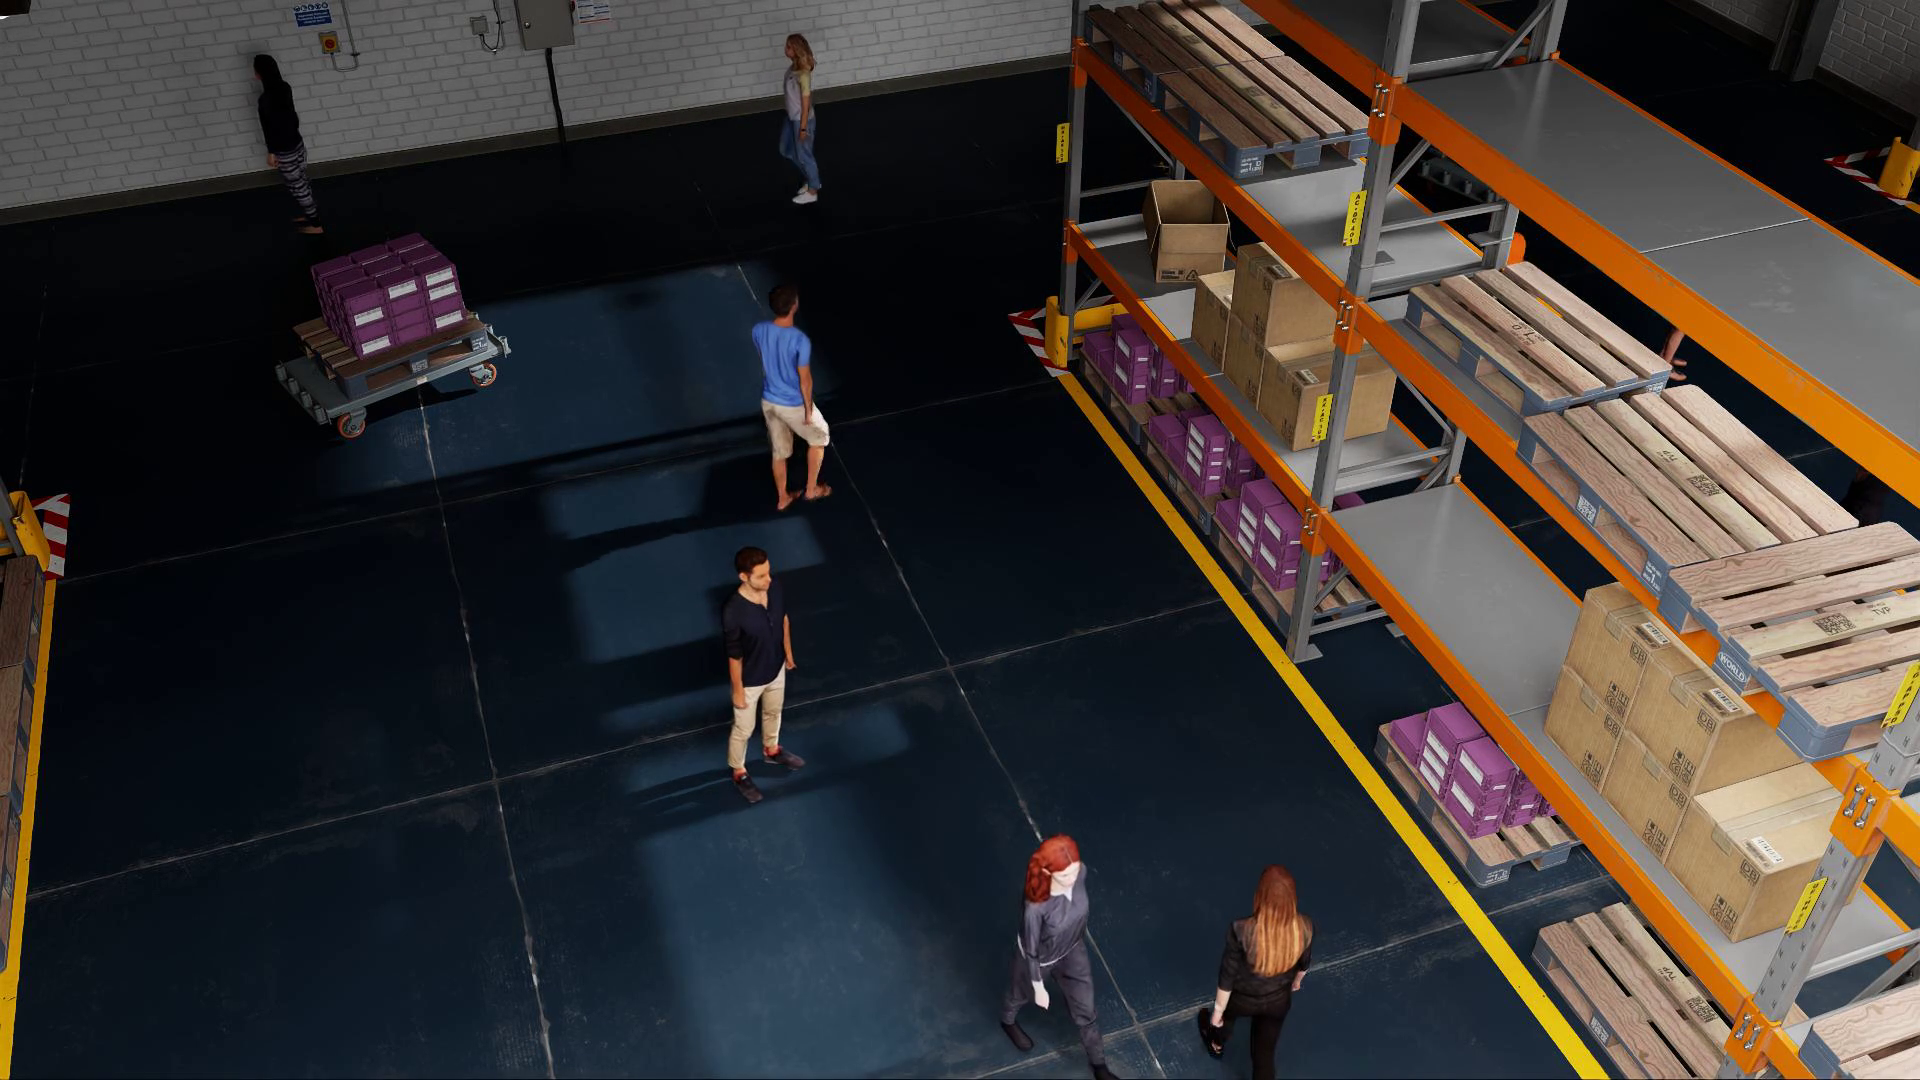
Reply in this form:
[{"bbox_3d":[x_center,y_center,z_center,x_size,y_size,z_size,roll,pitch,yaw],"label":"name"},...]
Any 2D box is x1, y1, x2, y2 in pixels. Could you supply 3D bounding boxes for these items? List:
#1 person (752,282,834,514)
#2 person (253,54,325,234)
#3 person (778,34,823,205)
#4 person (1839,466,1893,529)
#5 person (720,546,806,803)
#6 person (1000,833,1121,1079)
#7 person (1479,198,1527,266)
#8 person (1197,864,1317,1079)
[{"bbox_3d":[-1.288,-0.955,11.913,0.797,1.848,0.856,16,41,19],"label":"person"},{"bbox_3d":[-6.221,-3.660,15.390,0.801,1.735,0.721,7,39,9],"label":"person"},{"bbox_3d":[-1.420,-3.999,15.832,0.692,1.714,0.553,-11,40,-13],"label":"person"},{"bbox_3d":[5.670,0.123,10.751,0.747,1.613,0.712,26,45,28],"label":"person"},{"bbox_3d":[-1.205,0.757,9.768,0.736,1.850,0.735,29,47,31],"label":"person"},{"bbox_3d":[0.373,2.015,8.285,0.899,1.735,1.150,-31,48,-33],"label":"person"},{"bbox_3d":[4.147,-1.766,12.930,0.890,1.846,0.998,-27,46,-29],"label":"person"},{"bbox_3d":[1.450,2.269,8.003,0.796,1.690,1.016,-3,39,-4],"label":"person"}]
